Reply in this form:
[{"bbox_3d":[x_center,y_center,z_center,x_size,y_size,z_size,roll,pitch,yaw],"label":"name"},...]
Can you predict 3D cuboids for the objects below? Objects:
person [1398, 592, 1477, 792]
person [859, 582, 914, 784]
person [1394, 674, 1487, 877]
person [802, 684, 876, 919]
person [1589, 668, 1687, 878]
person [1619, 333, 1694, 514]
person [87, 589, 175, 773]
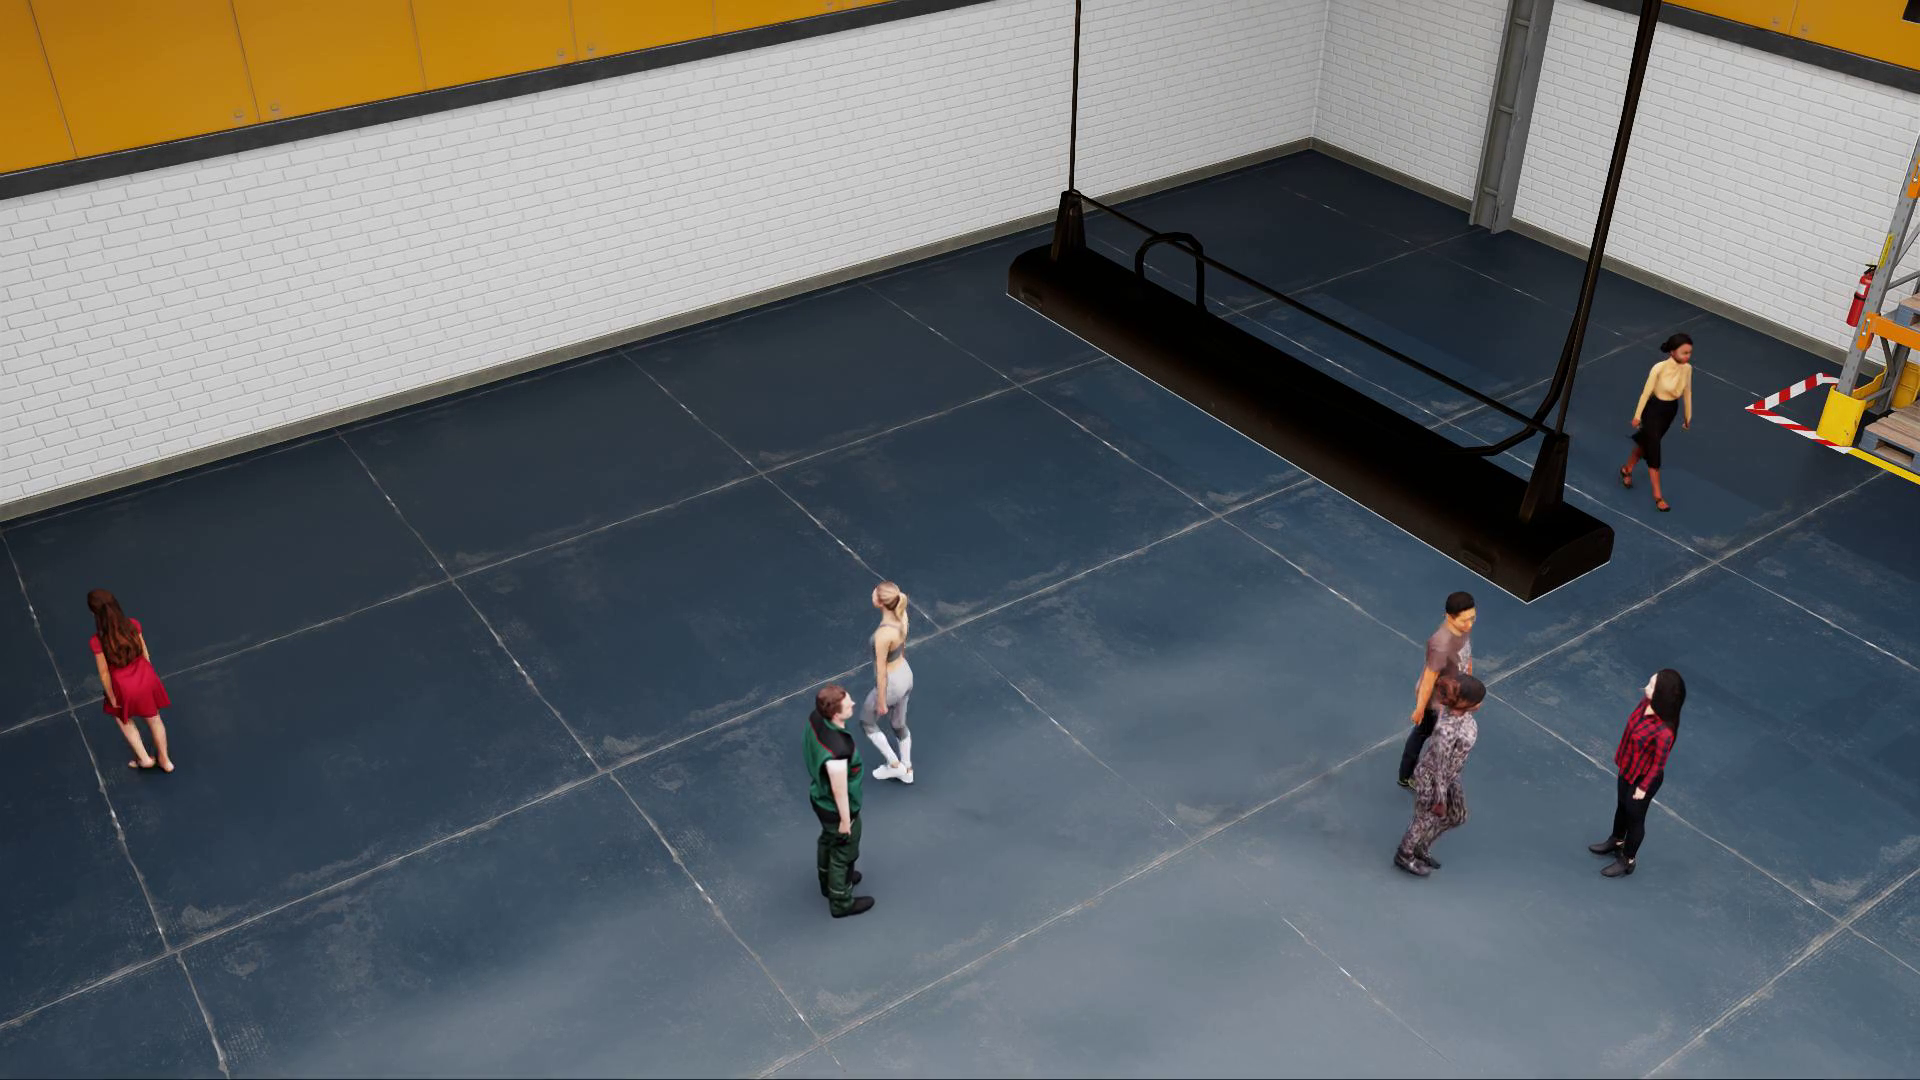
[{"bbox_3d":[3.200,1.053,11.417,0.790,1.762,0.744,13,36,18],"label":"person"},{"bbox_3d":[-0.401,1.036,11.507,0.728,1.691,0.699,15,37,21],"label":"person"},{"bbox_3d":[3.016,1.522,10.769,0.763,1.698,0.728,17,37,24],"label":"person"},{"bbox_3d":[-0.784,1.627,10.479,0.743,1.845,0.586,-14,36,-19],"label":"person"},{"bbox_3d":[4.447,1.504,10.832,0.723,1.658,0.628,0,34,0],"label":"person"},{"bbox_3d":[6.161,-1.112,14.799,0.770,1.624,1.037,-11,35,-16],"label":"person"},{"bbox_3d":[-5.768,1.023,11.661,0.687,1.542,0.612,26,41,33],"label":"person"}]
